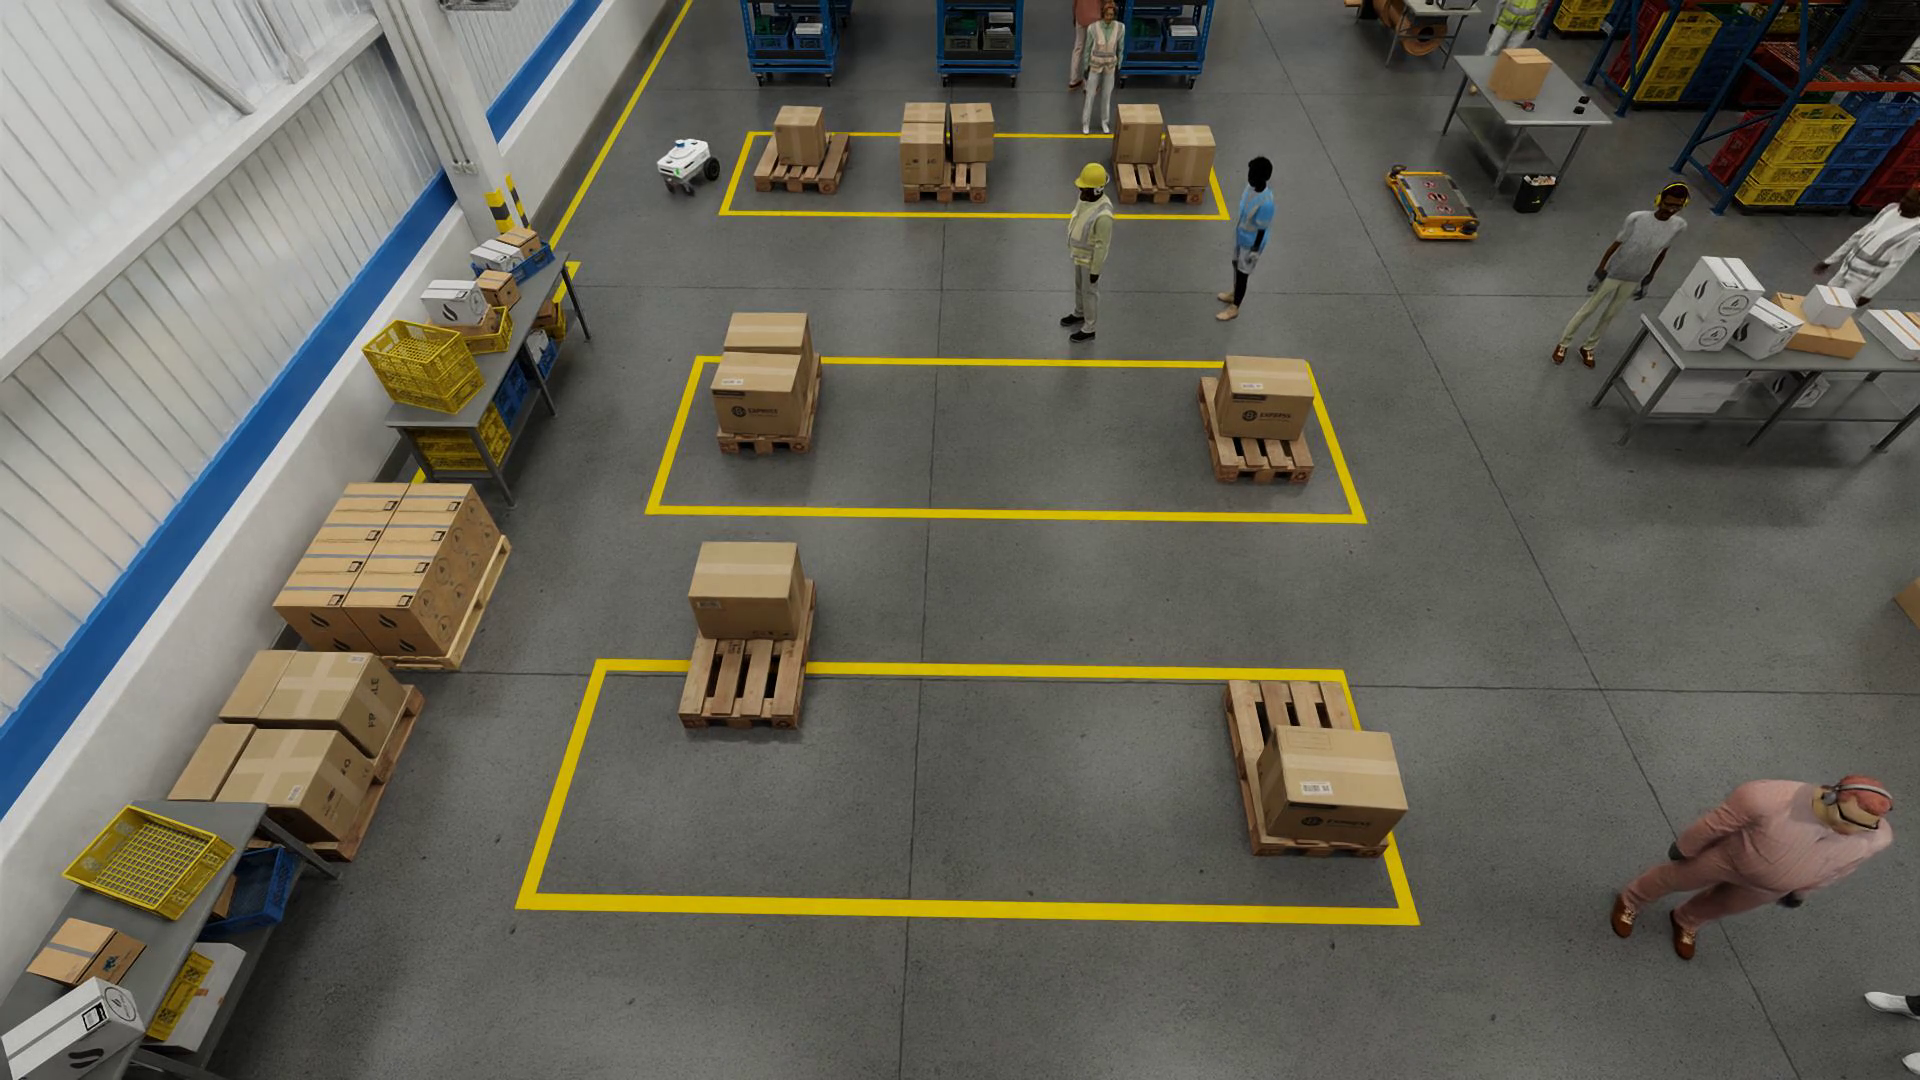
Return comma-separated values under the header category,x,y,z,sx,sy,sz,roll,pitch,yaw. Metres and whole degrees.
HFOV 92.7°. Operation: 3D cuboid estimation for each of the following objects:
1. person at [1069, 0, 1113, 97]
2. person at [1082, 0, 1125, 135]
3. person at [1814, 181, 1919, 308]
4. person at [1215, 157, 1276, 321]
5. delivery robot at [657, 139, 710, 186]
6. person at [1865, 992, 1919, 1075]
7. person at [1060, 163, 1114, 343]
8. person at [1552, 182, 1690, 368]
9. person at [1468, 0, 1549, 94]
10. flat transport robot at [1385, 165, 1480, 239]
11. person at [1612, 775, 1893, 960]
category,x,y,z,sx,sy,sz,roll,pitch,yaw
person,1.818,-7.175,12.608,0.626,1.980,0.411,32,56,24
person,1.849,-6.137,11.933,0.504,1.631,0.311,-3,49,-2
person,8.398,-2.479,8.609,0.389,1.882,0.596,8,50,7
person,2.867,-3.011,9.197,0.369,1.678,0.543,-6,49,-5
delivery robot,-3.413,-4.695,11.333,0.477,0.478,0.707,19,52,16
person,5.467,2.226,4.506,0.393,1.920,0.587,2,49,2
person,1.232,-2.785,8.907,0.403,1.823,0.596,-11,50,-9
person,6.215,-2.451,8.590,0.530,1.866,0.323,11,50,9
person,7.652,-7.119,12.645,0.627,1.846,0.429,15,51,12
flat transport robot,5.692,-4.094,11.059,0.652,0.197,1.431,1,49,1
person,4.231,1.754,4.931,0.657,1.900,0.394,18,52,15
